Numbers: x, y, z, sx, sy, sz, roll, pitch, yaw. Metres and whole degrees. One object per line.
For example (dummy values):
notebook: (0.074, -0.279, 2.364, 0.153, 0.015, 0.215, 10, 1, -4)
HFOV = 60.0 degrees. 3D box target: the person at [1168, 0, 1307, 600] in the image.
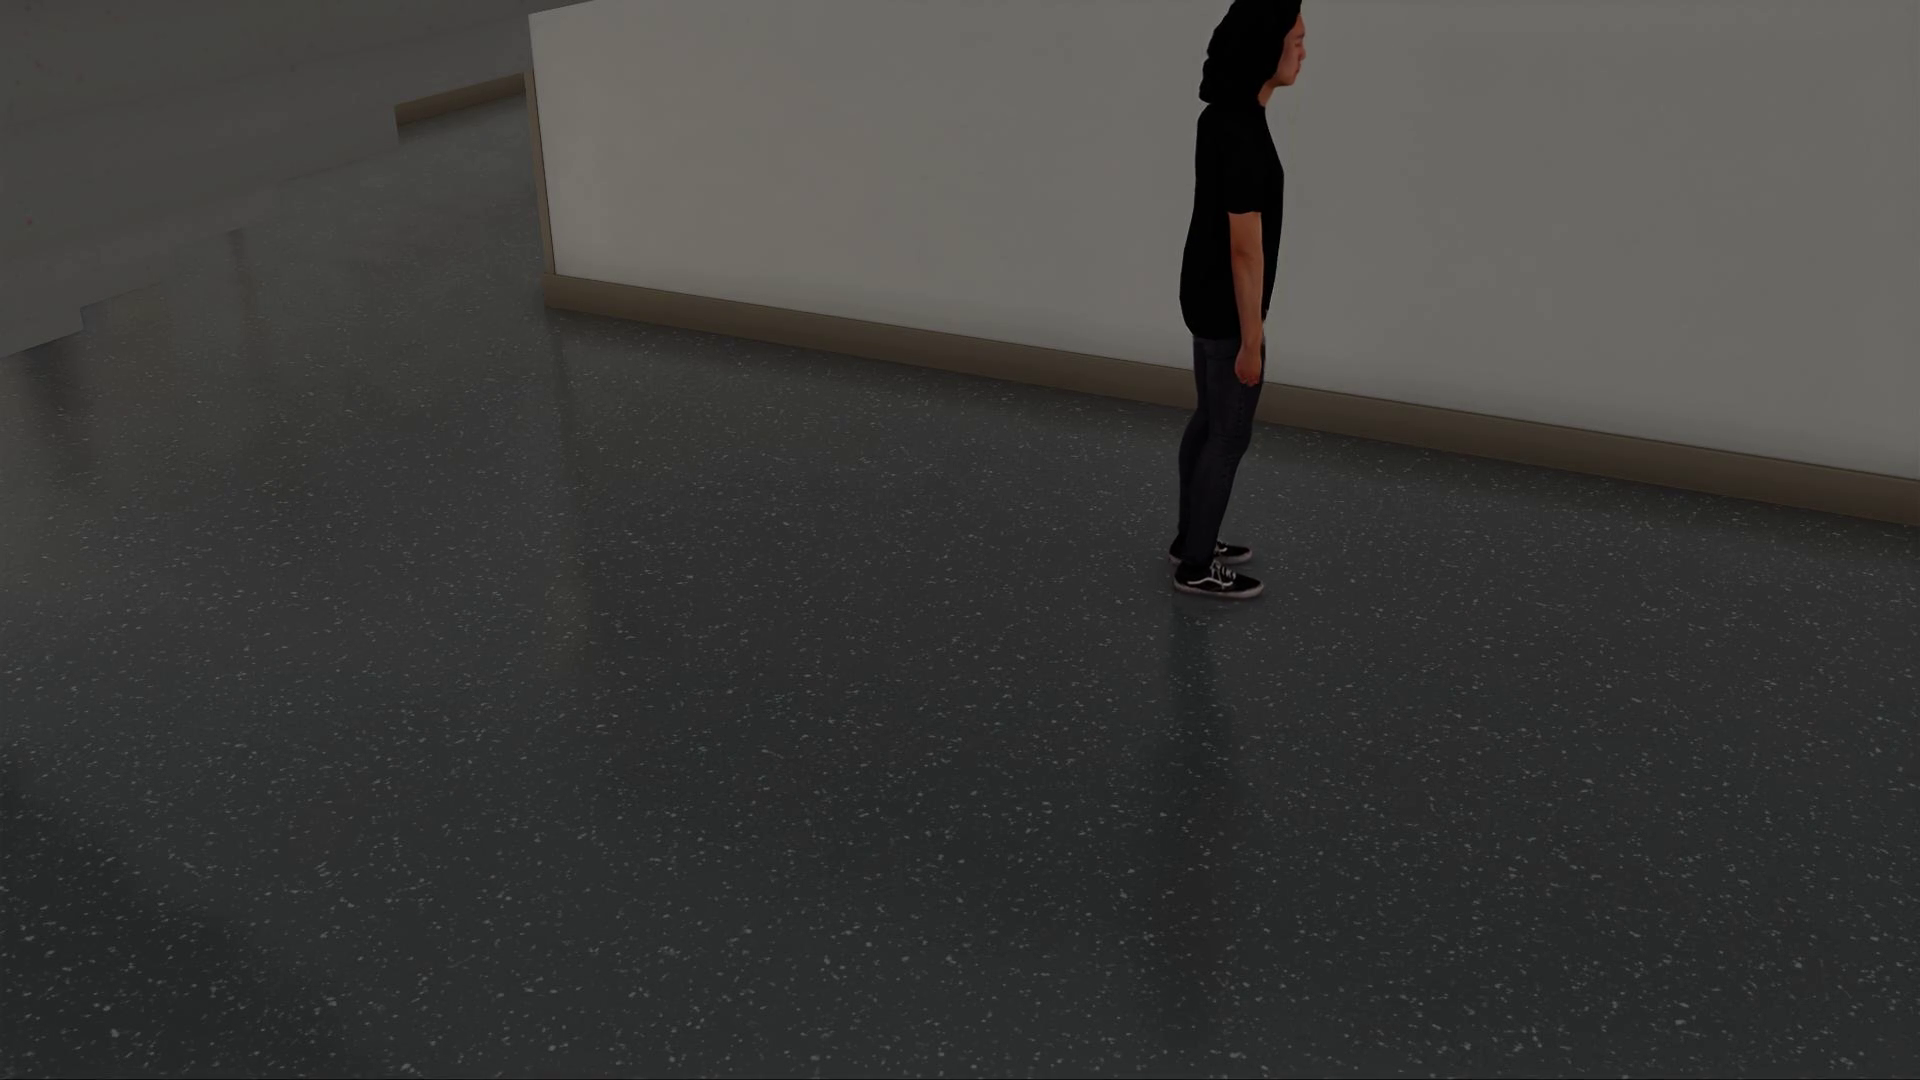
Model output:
person: (0.780, -0.705, 4.929, 0.701, 1.826, 0.709, -1, 26, -3)
